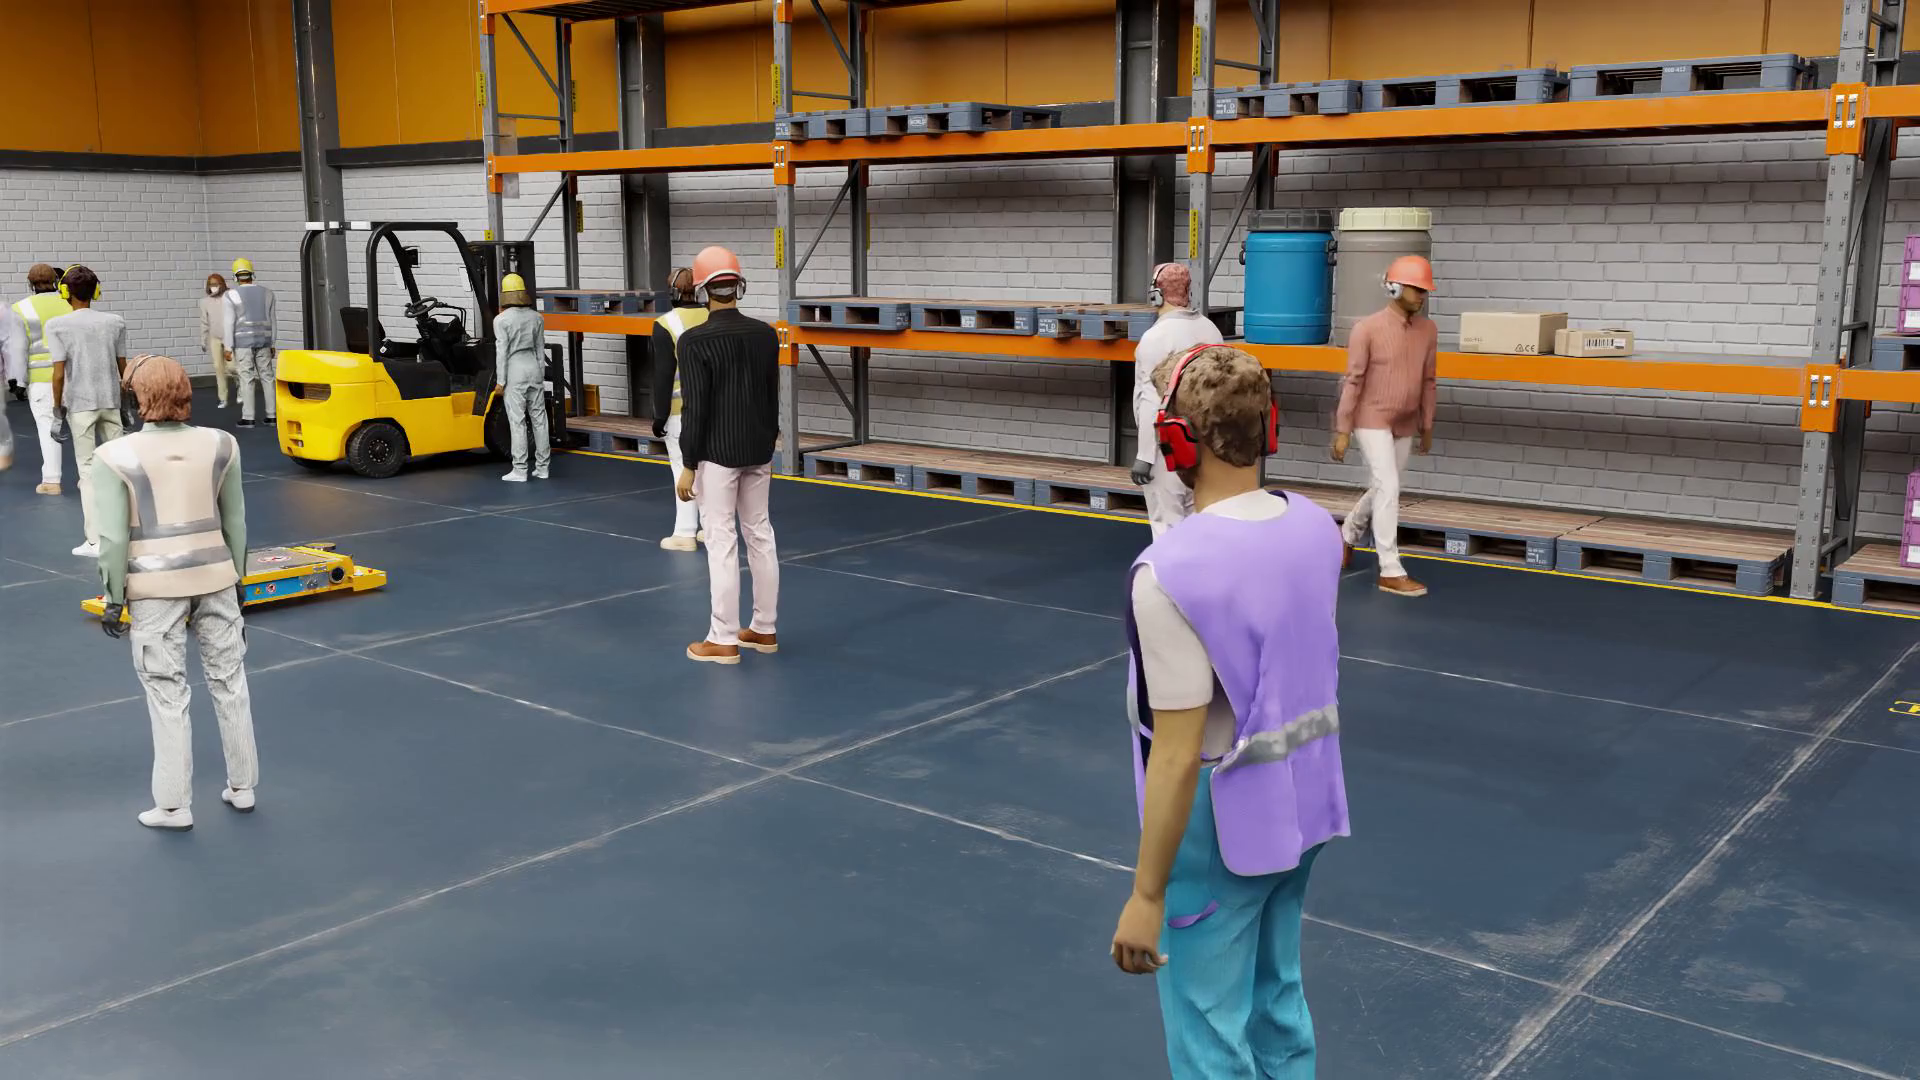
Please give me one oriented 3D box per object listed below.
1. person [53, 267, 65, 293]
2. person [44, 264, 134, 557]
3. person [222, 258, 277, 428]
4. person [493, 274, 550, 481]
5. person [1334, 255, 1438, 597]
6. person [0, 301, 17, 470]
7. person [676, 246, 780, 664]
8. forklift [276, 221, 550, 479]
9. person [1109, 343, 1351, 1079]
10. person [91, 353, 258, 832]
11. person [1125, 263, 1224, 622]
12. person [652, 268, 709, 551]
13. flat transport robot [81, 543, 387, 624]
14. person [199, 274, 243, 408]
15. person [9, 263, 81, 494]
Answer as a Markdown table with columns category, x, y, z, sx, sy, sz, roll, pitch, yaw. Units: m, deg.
| category | x | y | z | sx | sy | sz | roll | pitch | yaw |
| --- | --- | --- | --- | --- | --- | --- | --- | --- | --- |
| person | -10.720 | -2.399 | 19.874 | 0.322 | 1.697 | 0.533 | 9 | 13 | 40 |
| person | -5.566 | -0.816 | 10.656 | 0.334 | 1.862 | 0.521 | 9 | 13 | 40 |
| person | -7.682 | -2.124 | 17.994 | 0.404 | 1.827 | 0.589 | 9 | 13 | 40 |
| person | -3.713 | -1.363 | 14.022 | 0.313 | 1.739 | 0.485 | 9 | 13 | 40 |
| person | 2.456 | -0.696 | 9.774 | 0.660 | 1.950 | 0.936 | -5 | 11 | -26 |
| person | -8.429 | -1.435 | 14.262 | 0.642 | 1.807 | 0.918 | -4 | 11 | -23 |
| person | -1.120 | -0.401 | 7.994 | 0.392 | 1.990 | 0.611 | 9 | 13 | 40 |
| forklift | -4.922 | -1.741 | 14.854 | 1.214 | 2.155 | 2.313 | 8 | 13 | 38 |
| person | 0.494 | 0.568 | 3.043 | 0.395 | 1.839 | 0.562 | 9 | 13 | 40 |
| person | -2.687 | 0.183 | 5.721 | 0.314 | 1.642 | 0.514 | 9 | 13 | 40 |
| person | 1.098 | -0.488 | 8.720 | 0.401 | 1.904 | 0.640 | 9 | 13 | 40 |
| person | -1.772 | -0.851 | 10.897 | 0.430 | 1.845 | 0.622 | 9 | 13 | 40 |
| flat transport robot | -4.015 | 0.231 | 9.258 | 0.652 | 0.197 | 1.431 | 8 | 13 | 38 |
| person | -8.888 | -2.393 | 20.050 | 0.503 | 1.624 | 0.371 | 0 | 10 | 0 |
| person | -7.247 | -1.284 | 13.310 | 0.430 | 1.840 | 0.622 | 9 | 13 | 40 |
